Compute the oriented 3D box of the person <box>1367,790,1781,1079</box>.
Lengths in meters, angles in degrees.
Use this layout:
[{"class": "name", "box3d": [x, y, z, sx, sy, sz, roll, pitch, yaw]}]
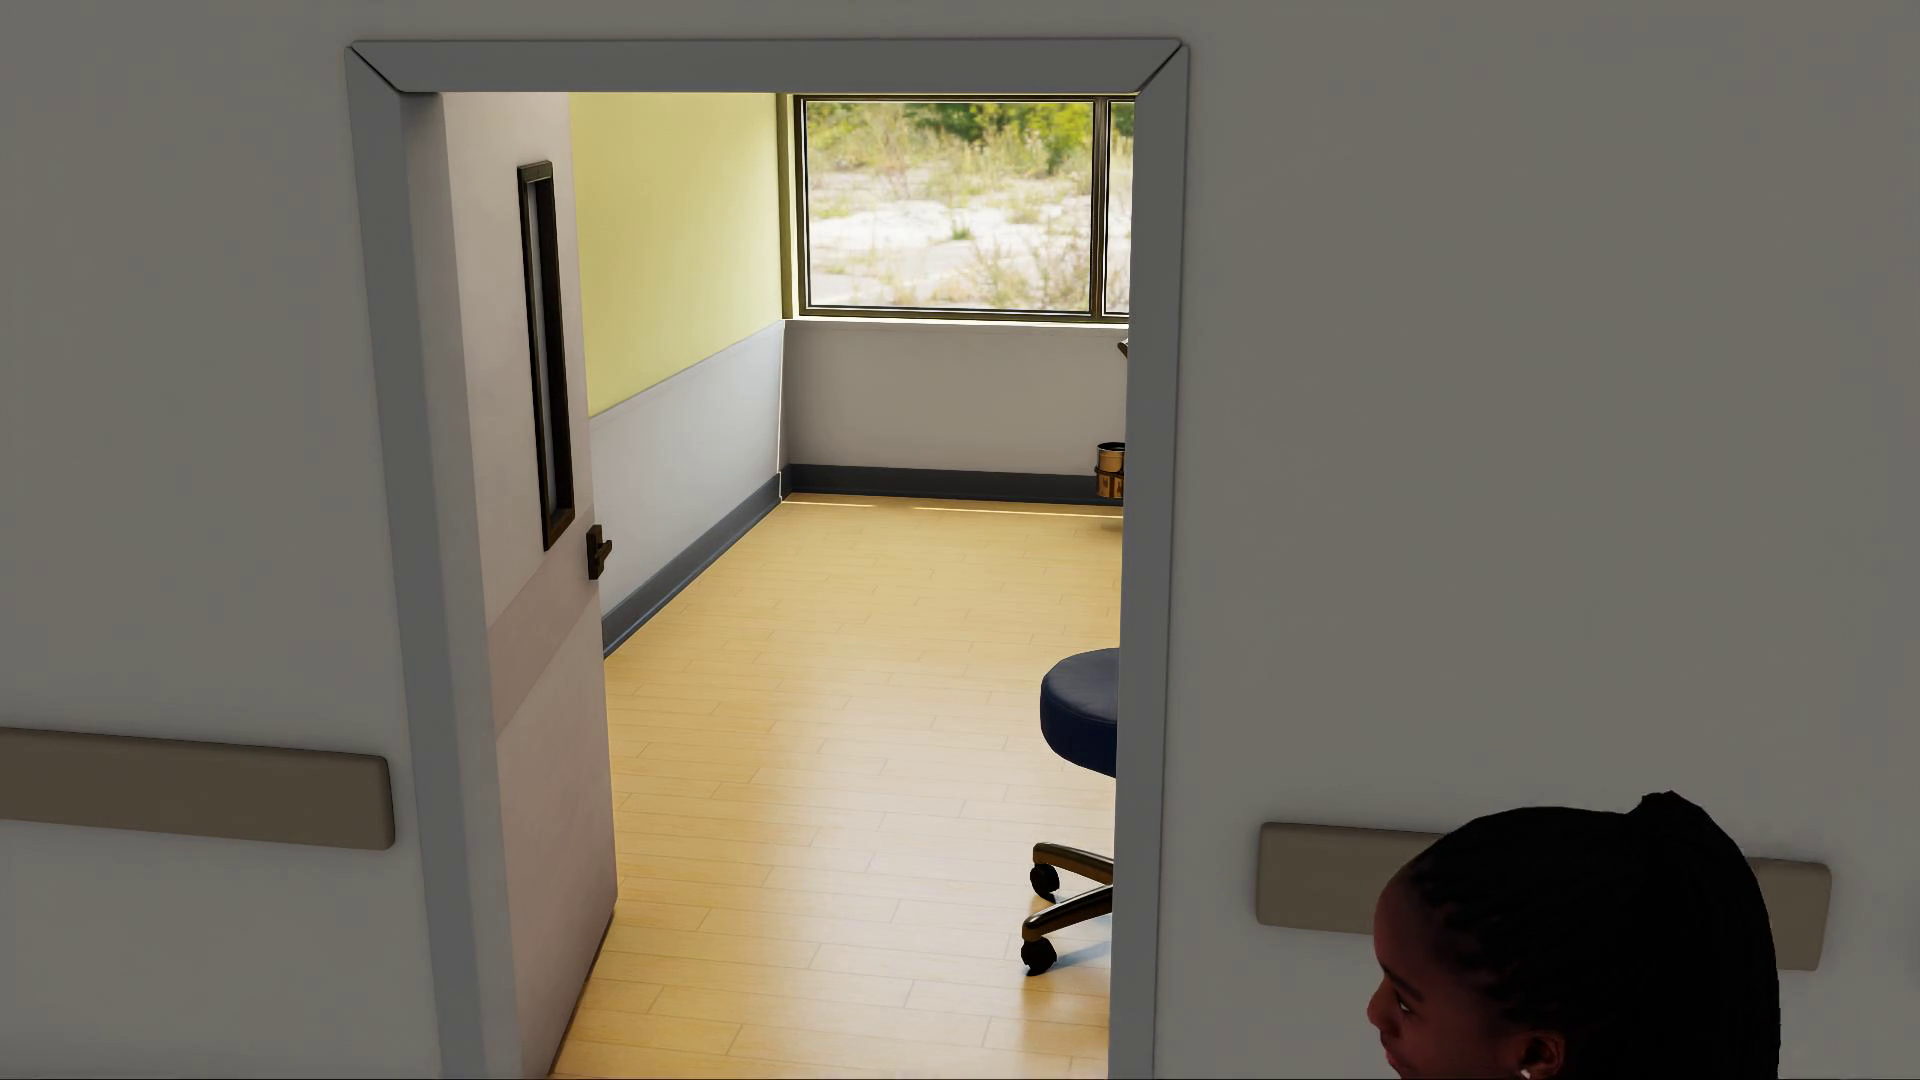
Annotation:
[{"class": "person", "box3d": [0.546, 1.046, 1.417, 0.938, 1.724, 0.711, 6, 17, 20]}]
